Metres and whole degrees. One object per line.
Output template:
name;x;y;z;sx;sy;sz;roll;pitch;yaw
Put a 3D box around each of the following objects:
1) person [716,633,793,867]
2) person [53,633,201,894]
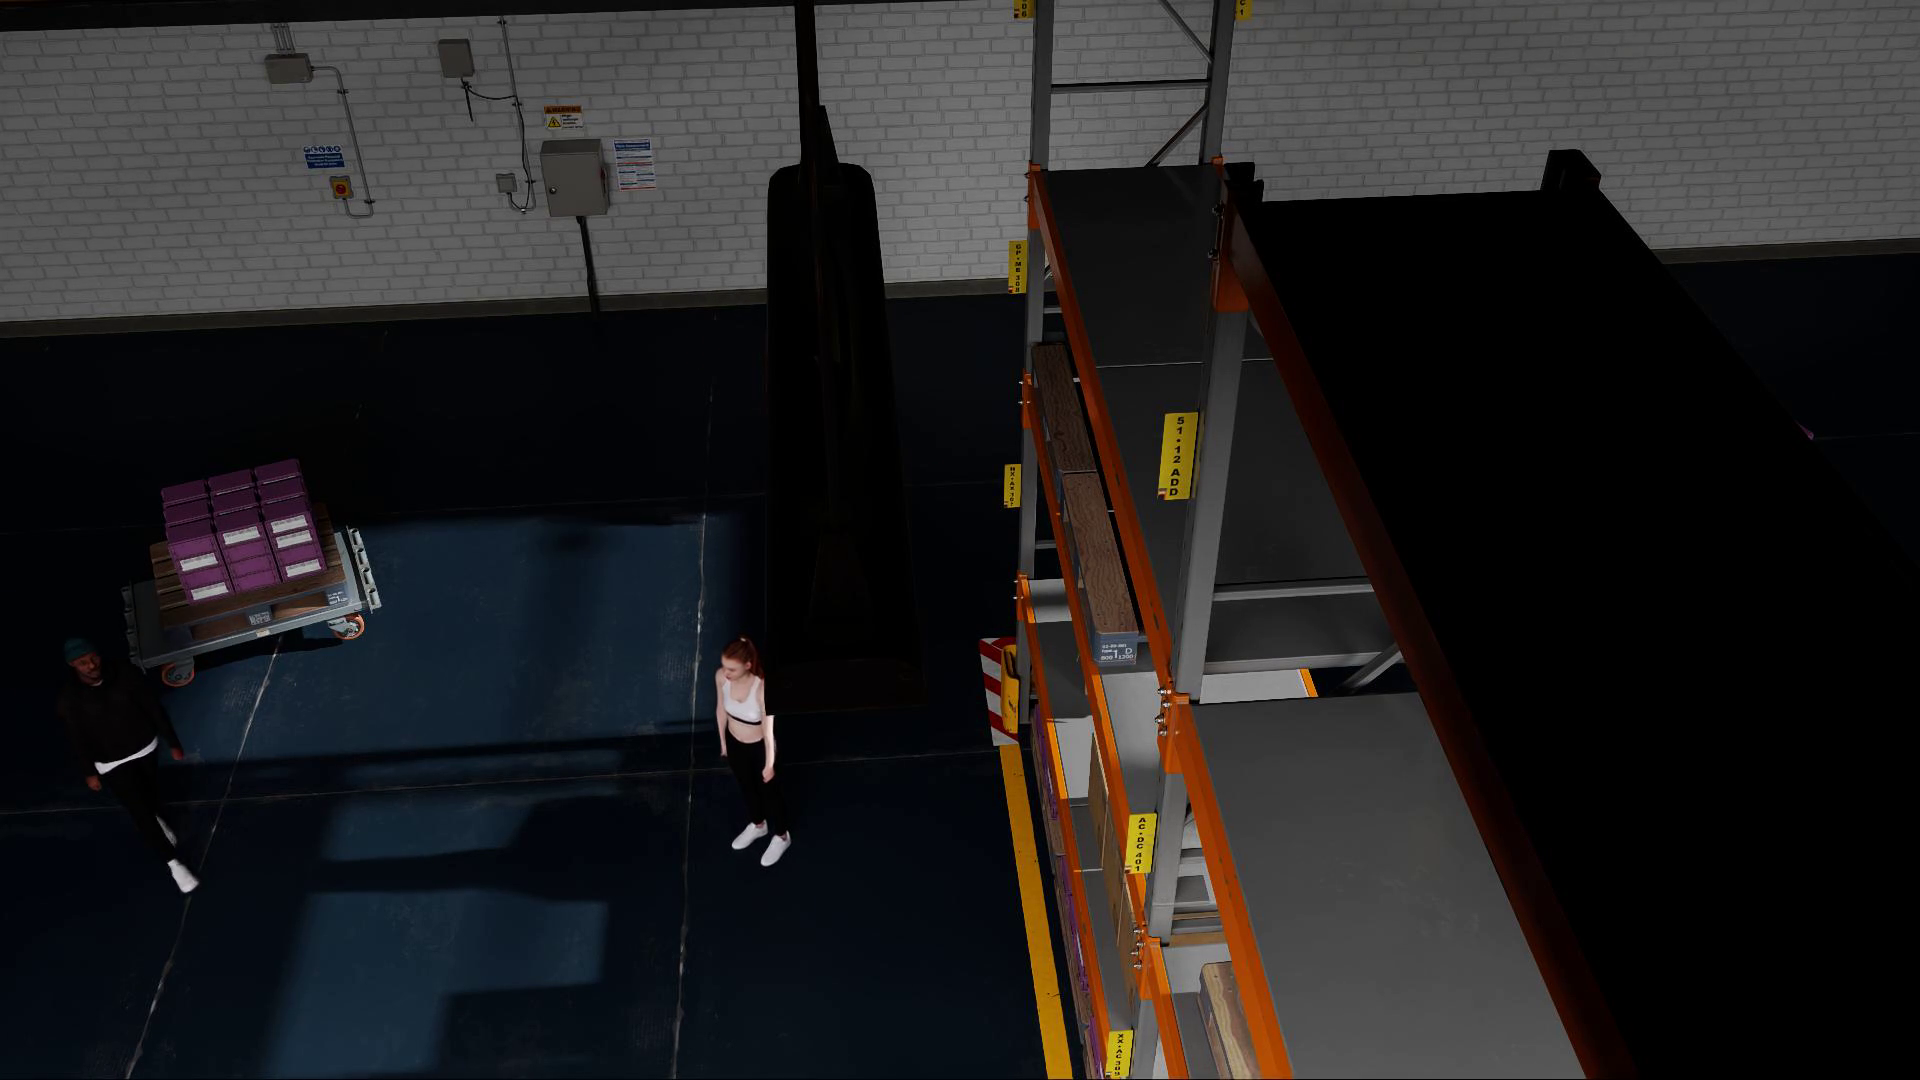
person;-1.229;1.235;9.905;0.650;1.746;0.682;21;43;24
person;-5.007;1.213;9.900;1.191;1.787;1.135;27;46;30
